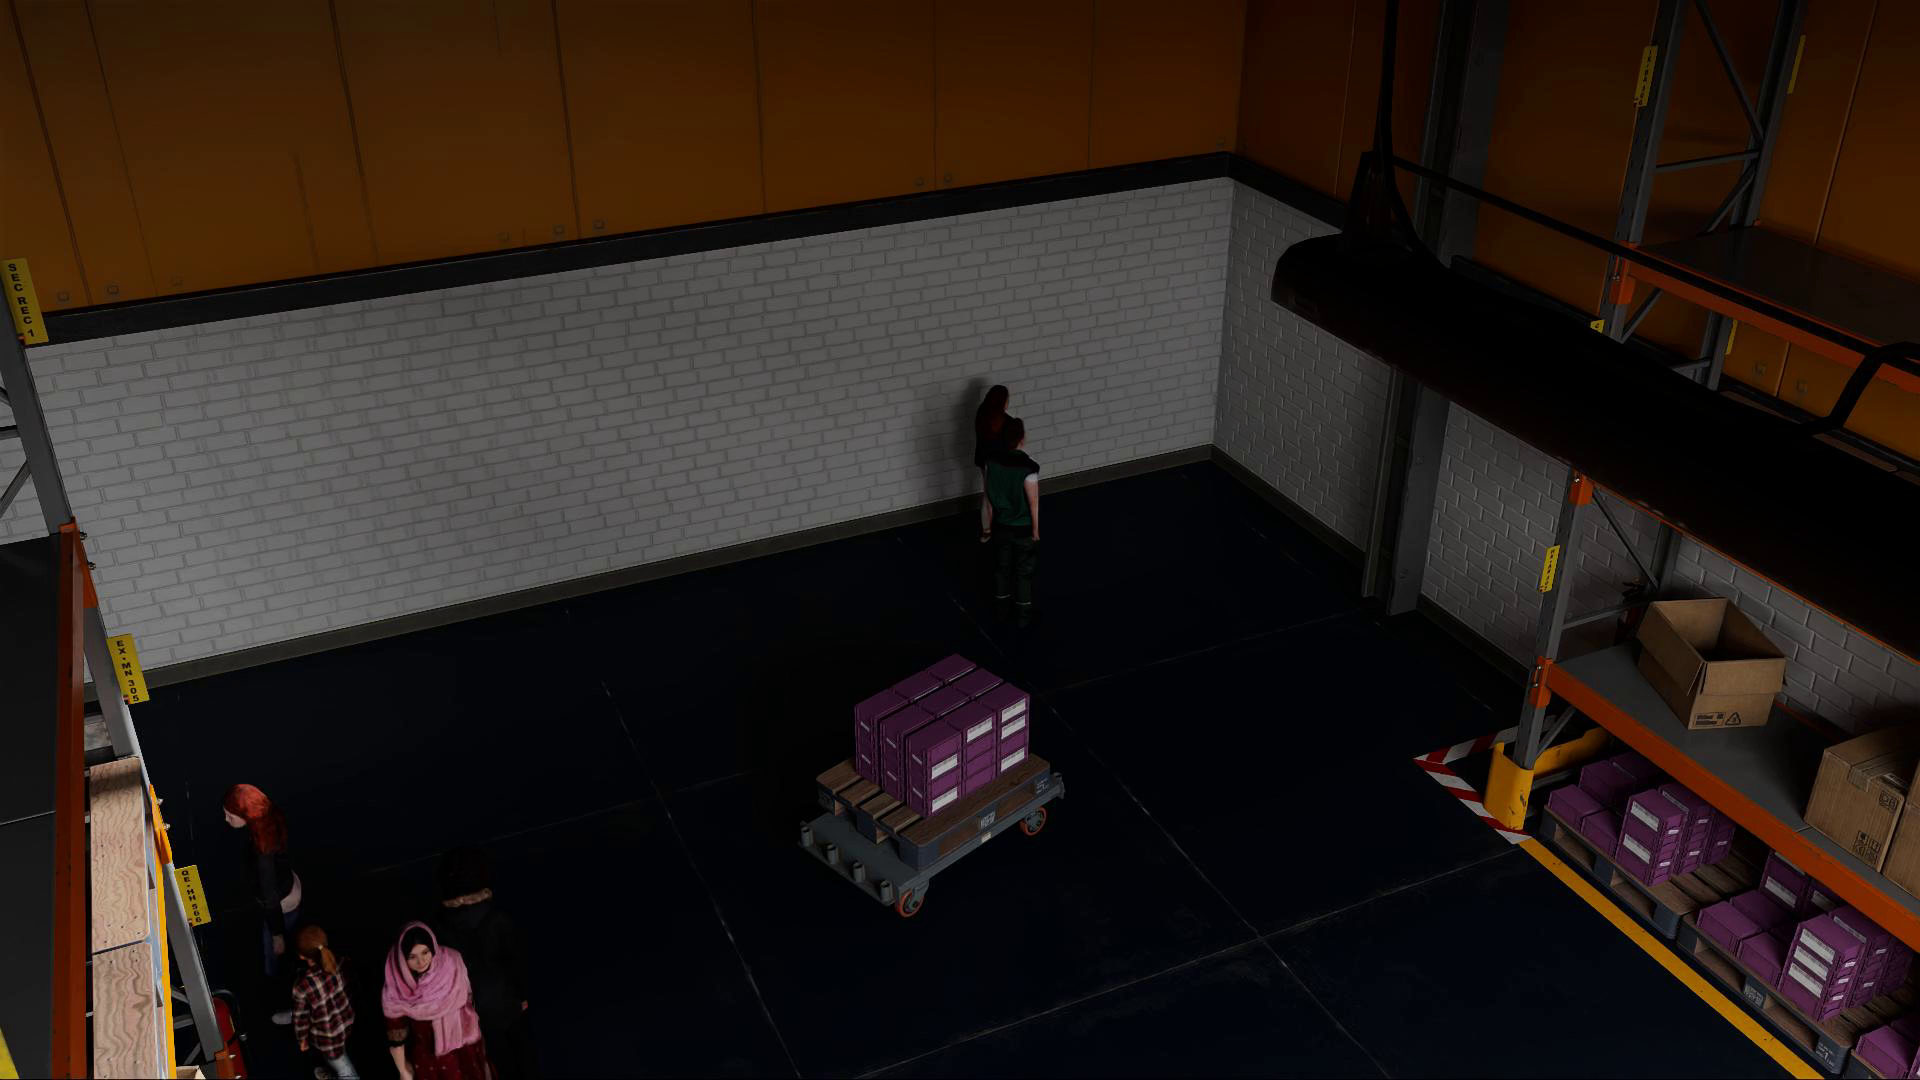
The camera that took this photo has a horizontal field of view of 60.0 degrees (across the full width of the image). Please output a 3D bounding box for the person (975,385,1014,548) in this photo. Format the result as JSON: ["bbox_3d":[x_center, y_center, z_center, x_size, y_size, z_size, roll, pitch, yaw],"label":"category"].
[{"bbox_3d":[0.309,-0.652,14.562,0.704,1.501,0.605,-23,36,-36],"label":"person"}]

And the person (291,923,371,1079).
[{"bbox_3d":[-3.289,2.604,8.825,0.982,1.278,0.835,17,33,28],"label":"person"}]

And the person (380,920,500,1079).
[{"bbox_3d":[-2.726,2.546,8.571,0.712,1.623,0.724,-21,35,-33],"label":"person"}]

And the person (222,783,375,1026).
[{"bbox_3d":[-3.717,2.068,9.294,0.733,1.771,0.781,-8,30,-14],"label":"person"}]

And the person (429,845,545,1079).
[{"bbox_3d":[-2.503,2.399,8.704,0.790,1.754,0.908,1,29,1],"label":"person"}]

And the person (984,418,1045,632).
[{"bbox_3d":[0.439,-0.140,13.265,0.714,1.843,0.807,17,33,28],"label":"person"}]
